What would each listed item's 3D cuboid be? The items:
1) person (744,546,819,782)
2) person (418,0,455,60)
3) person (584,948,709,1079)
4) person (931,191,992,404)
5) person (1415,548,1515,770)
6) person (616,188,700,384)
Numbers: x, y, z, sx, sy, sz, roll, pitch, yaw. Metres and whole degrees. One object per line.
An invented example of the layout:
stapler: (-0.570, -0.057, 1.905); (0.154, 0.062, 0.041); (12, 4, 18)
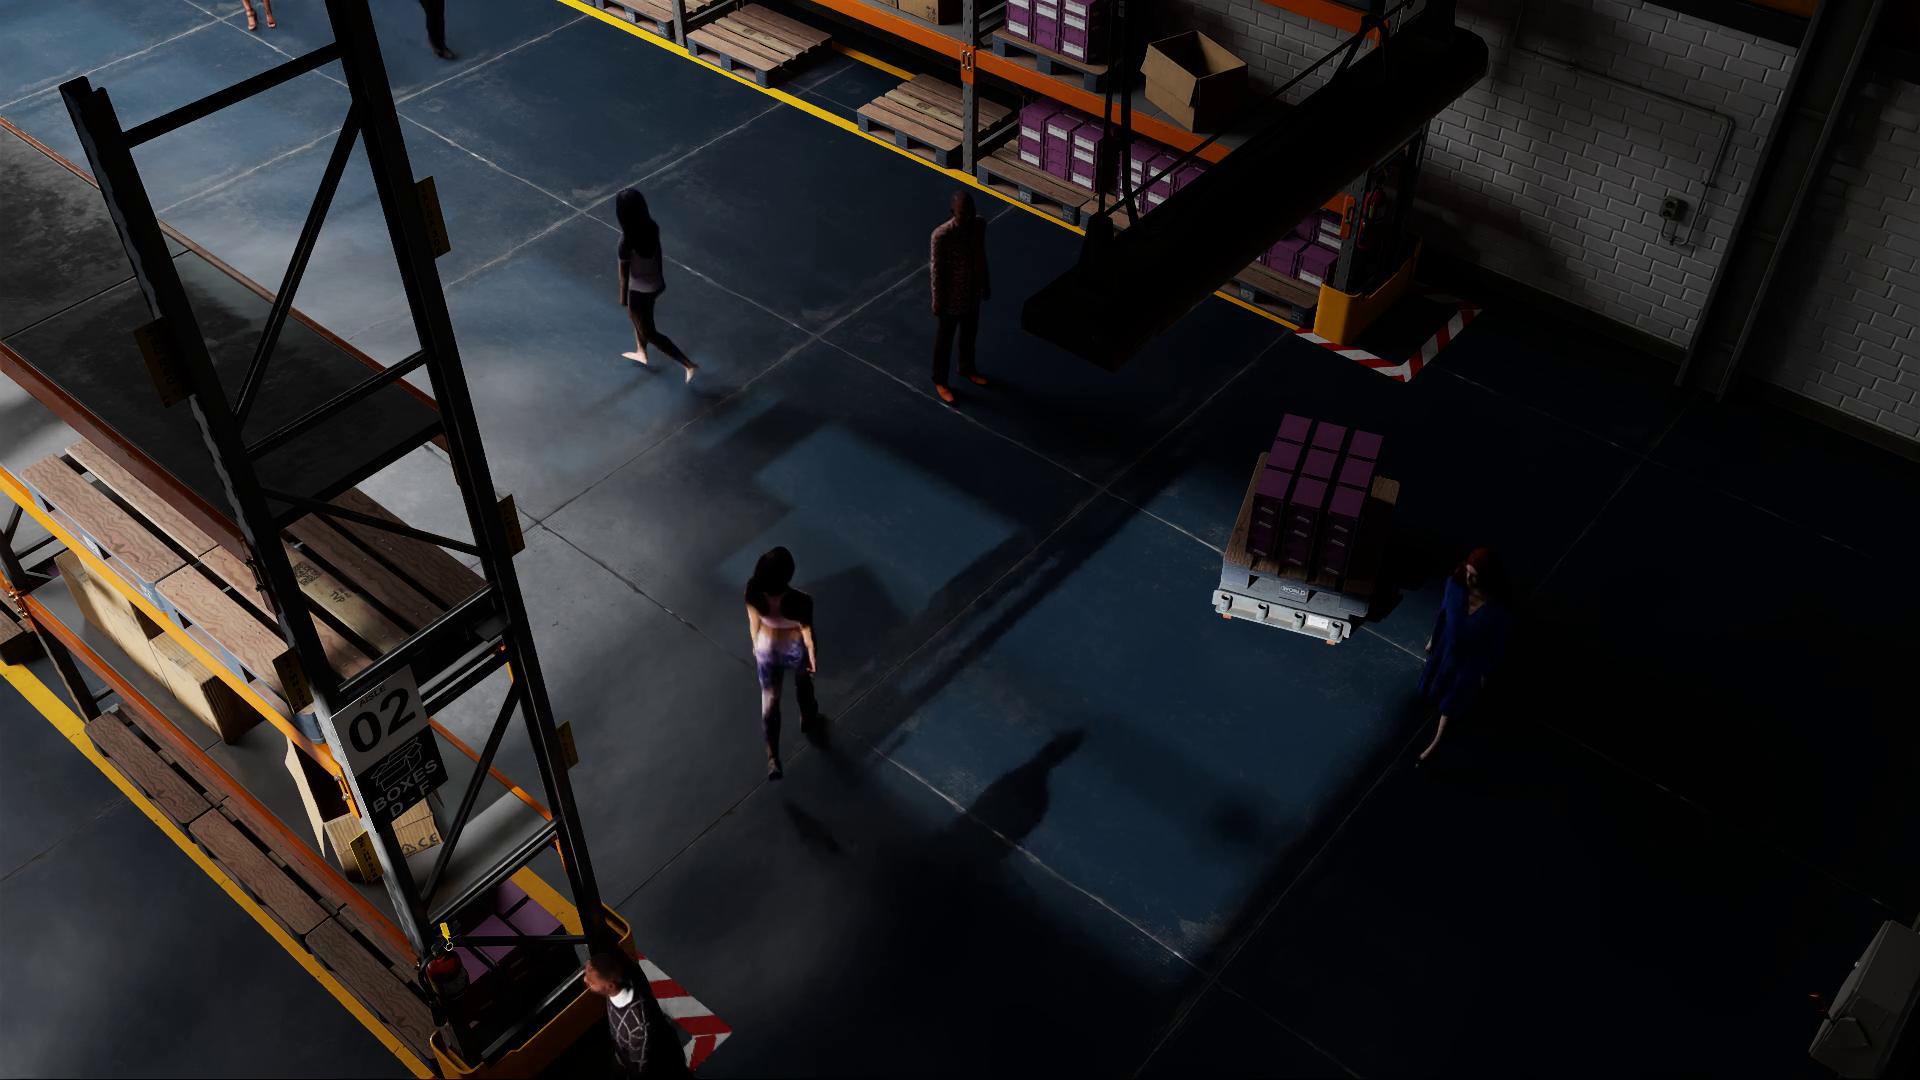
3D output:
person: (-1.096, 0.754, 10.177); (1.059, 1.745, 1.049); (2, 44, 2)
person: (-5.505, -5.768, 17.070); (0.589, 1.679, 0.608); (33, 53, 30)
person: (-1.443, 2.556, 8.274); (0.960, 1.761, 1.216); (-24, 48, -23)
person: (-0.003, -1.935, 12.955); (0.737, 1.808, 0.661); (-28, 50, -26)
person: (3.131, 0.683, 10.206); (0.746, 1.808, 0.852); (-32, 52, -29)
person: (-2.429, -1.957, 13.070); (1.096, 1.681, 0.780); (17, 46, 17)
